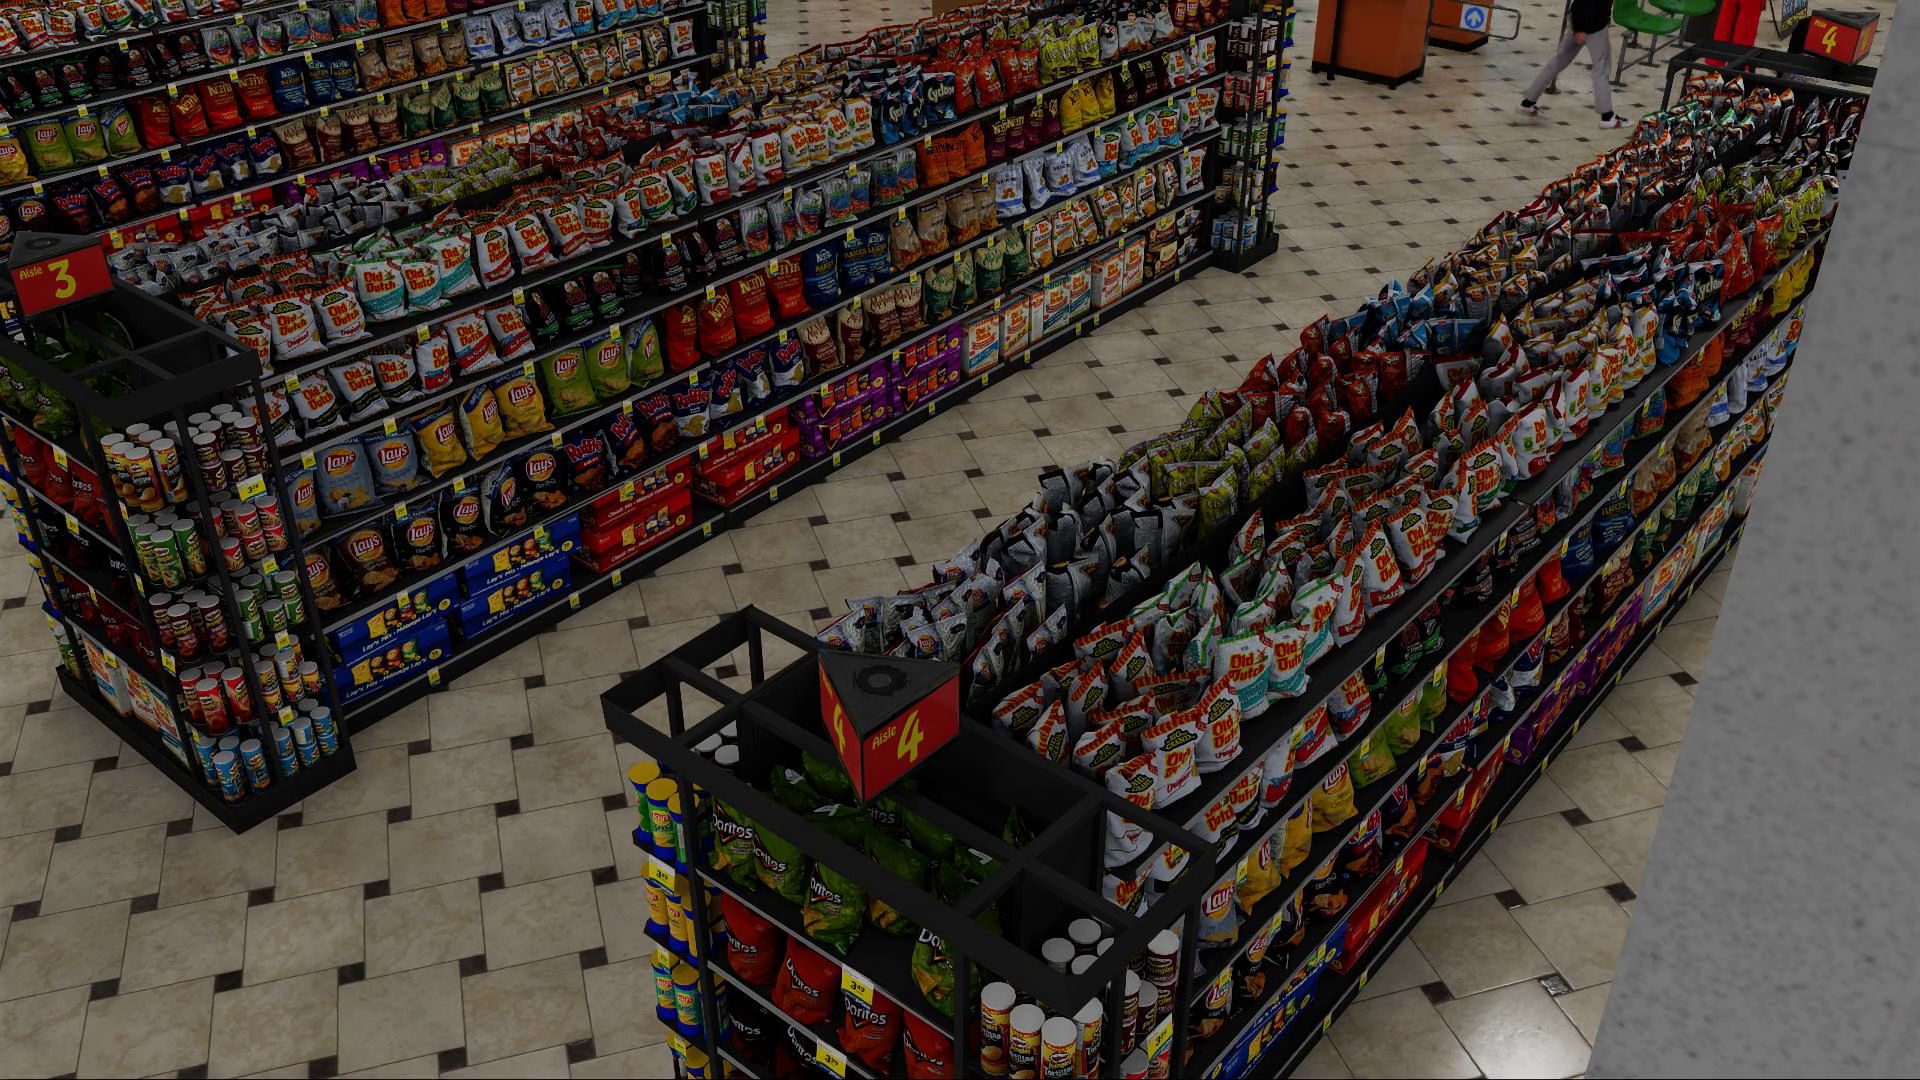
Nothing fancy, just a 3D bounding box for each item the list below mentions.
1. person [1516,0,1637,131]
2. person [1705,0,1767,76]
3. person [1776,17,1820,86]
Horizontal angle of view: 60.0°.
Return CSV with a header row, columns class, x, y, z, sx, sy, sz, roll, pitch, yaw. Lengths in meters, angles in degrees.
class,x,y,z,sx,sy,sz,roll,pitch,yaw
person,5.210,-4.416,14.040,1.092,1.901,1.272,10,33,16
person,6.913,-4.757,14.690,0.589,1.793,0.633,-23,39,-32
person,5.639,-2.791,11.619,0.756,1.700,0.924,19,37,28
